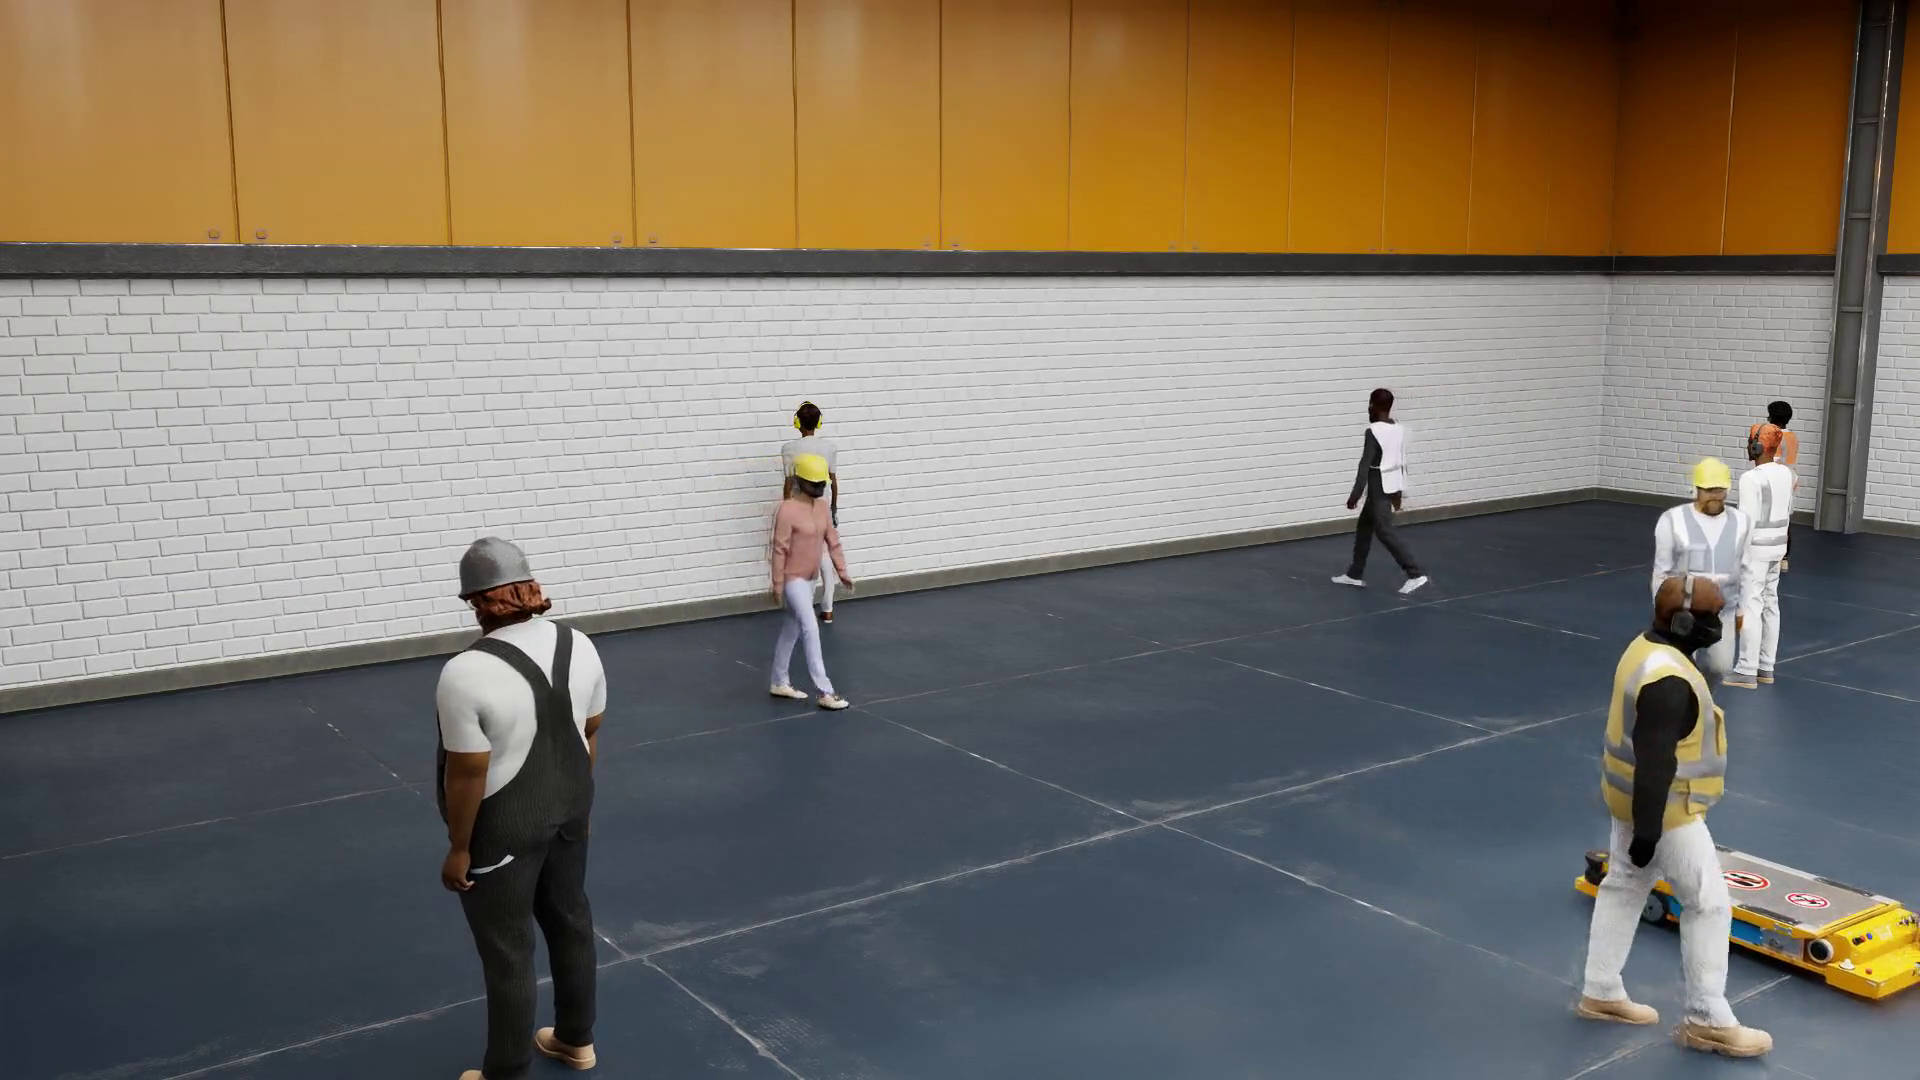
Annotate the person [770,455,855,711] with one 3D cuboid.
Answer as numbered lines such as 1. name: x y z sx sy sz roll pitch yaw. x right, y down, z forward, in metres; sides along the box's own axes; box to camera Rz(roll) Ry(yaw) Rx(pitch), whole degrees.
1. person: -0.986 0.280 11.209 0.830 1.714 0.547 5 10 28

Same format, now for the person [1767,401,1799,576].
1. person: 7.929 -0.501 16.133 0.537 1.696 0.321 -9 13 -43

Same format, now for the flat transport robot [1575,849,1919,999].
1. flat transport robot: 3.553 1.626 7.399 0.652 0.197 1.431 -6 11 -33

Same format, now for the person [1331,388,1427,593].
1. person: 3.907 -0.458 15.325 0.942 1.881 0.591 6 11 33

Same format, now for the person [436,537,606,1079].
1. person: -1.611 0.980 5.938 0.536 2.000 0.683 6 11 32

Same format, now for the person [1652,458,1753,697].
1. person: 4.584 0.385 10.321 0.598 1.820 0.500 1 9 8

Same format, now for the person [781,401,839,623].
1. person: -1.258 -0.220 13.871 0.513 1.872 0.328 -5 10 -27

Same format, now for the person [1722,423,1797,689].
1. person: 5.651 0.110 11.790 0.576 1.883 0.354 -6 11 -35

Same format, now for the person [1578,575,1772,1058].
1. person: 2.796 1.031 6.347 0.790 1.814 0.627 2 9 13
